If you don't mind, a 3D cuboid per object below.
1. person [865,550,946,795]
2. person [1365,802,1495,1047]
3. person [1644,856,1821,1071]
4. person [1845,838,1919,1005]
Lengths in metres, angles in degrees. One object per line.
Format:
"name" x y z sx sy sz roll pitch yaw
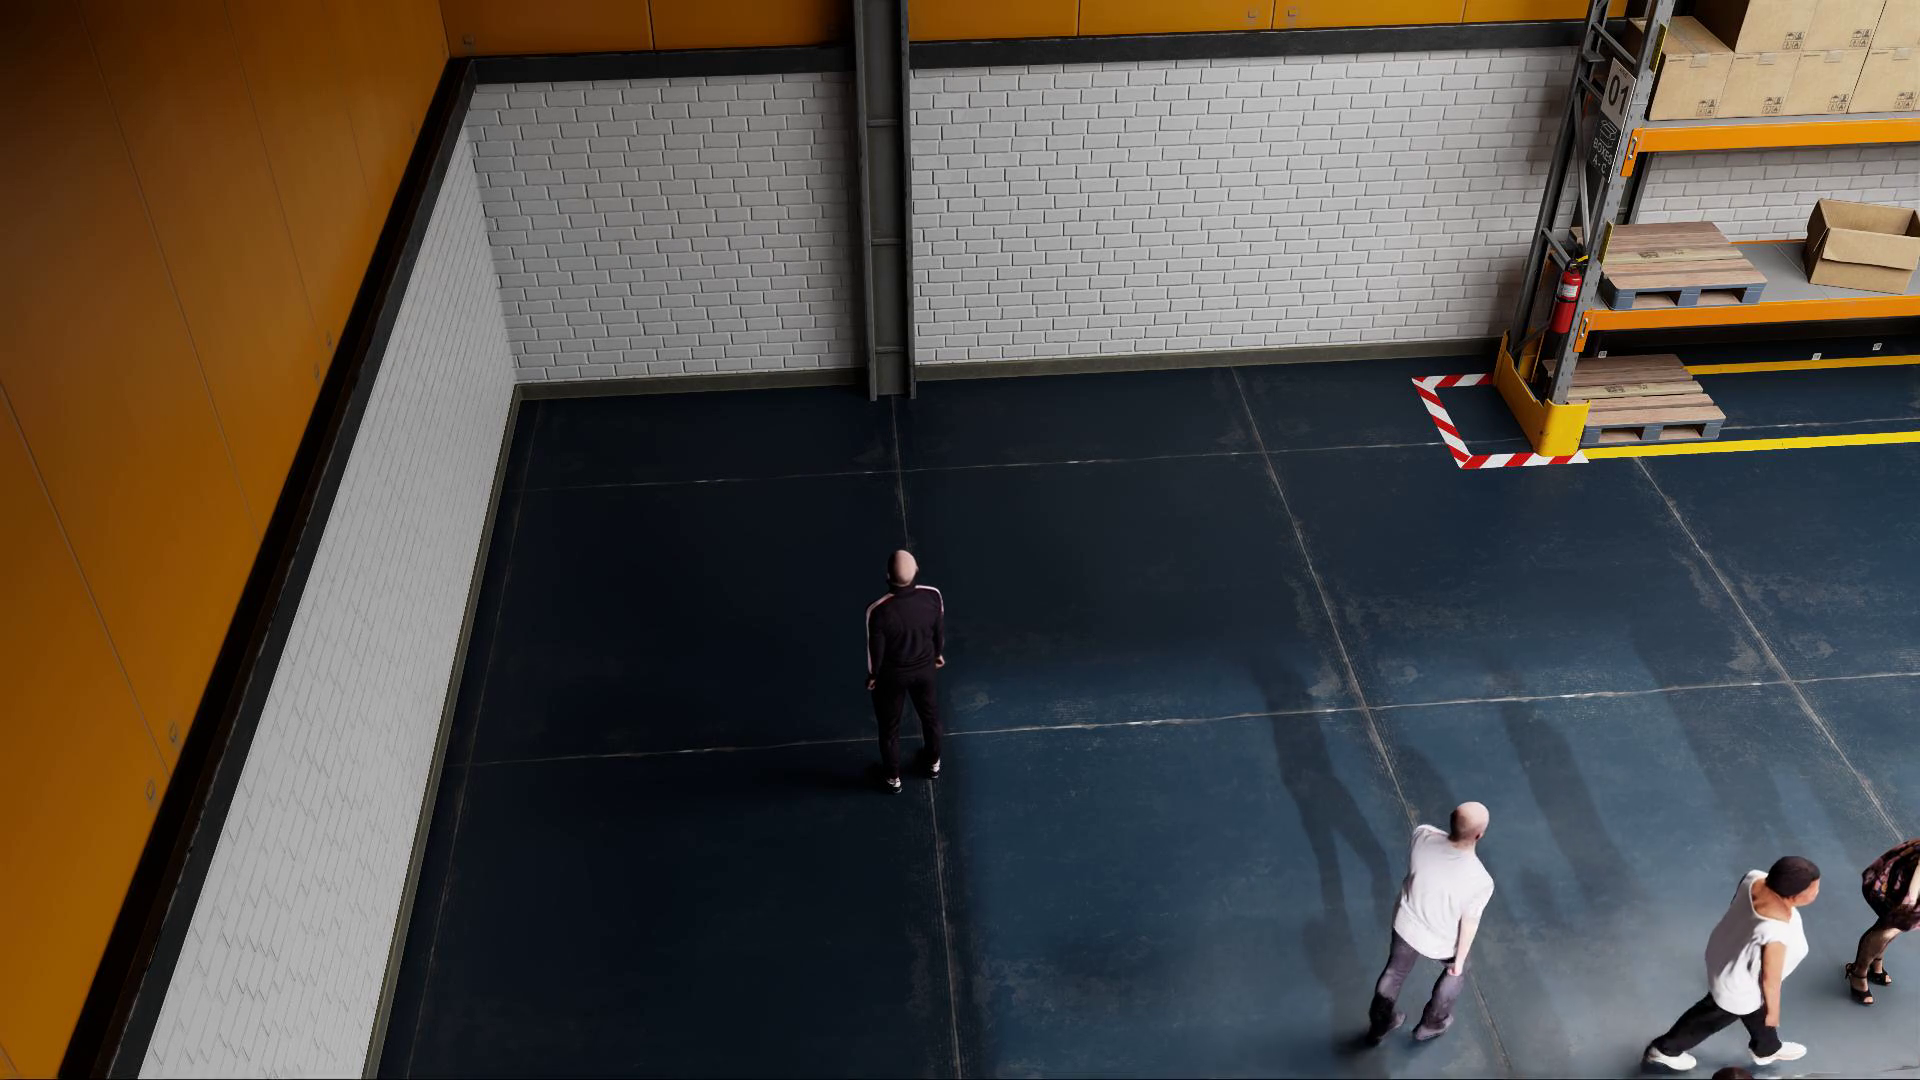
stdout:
"person" -0.334 0.812 10.233 0.651 1.836 0.816 -17 42 -20
"person" 2.389 2.076 8.670 0.904 1.812 0.847 -30 47 -32
"person" 3.993 2.225 8.613 1.144 1.649 0.888 8 39 10
"person" 5.196 1.843 8.991 0.776 1.775 0.856 -25 45 -28
